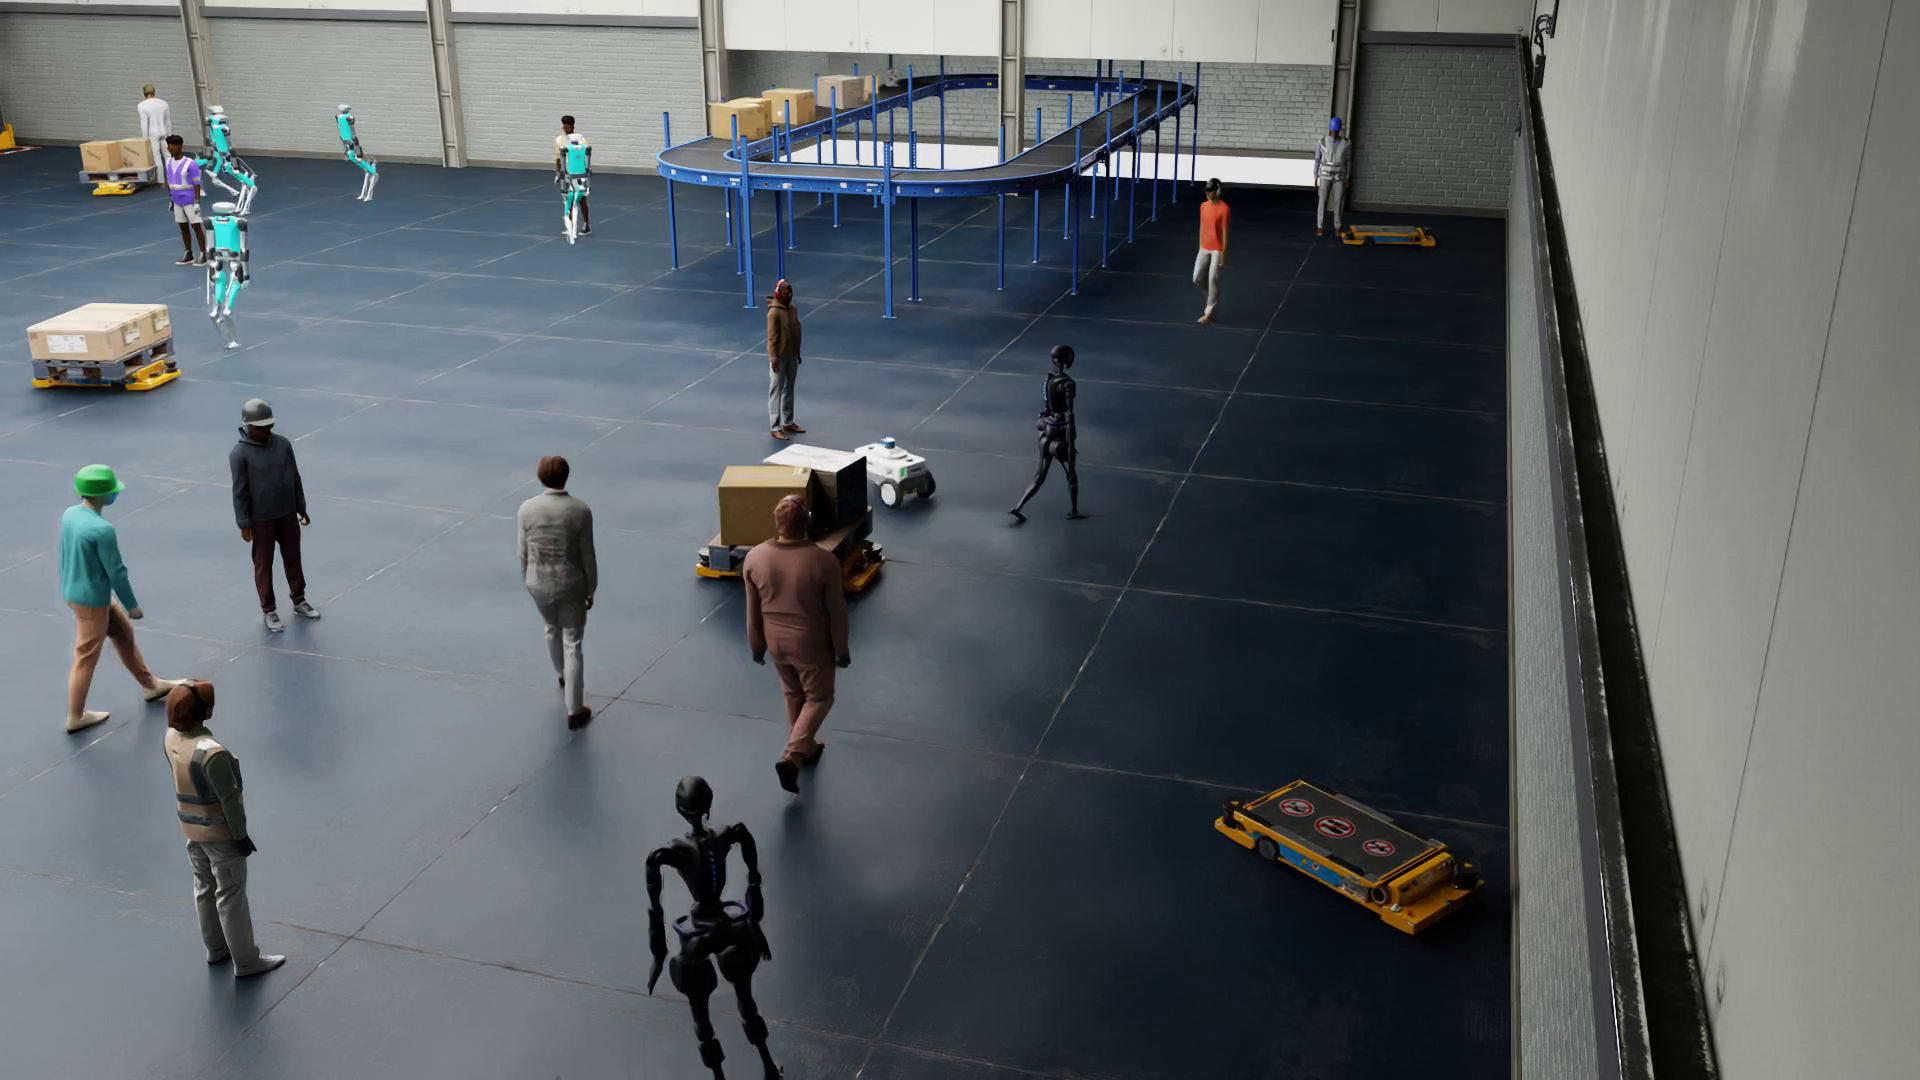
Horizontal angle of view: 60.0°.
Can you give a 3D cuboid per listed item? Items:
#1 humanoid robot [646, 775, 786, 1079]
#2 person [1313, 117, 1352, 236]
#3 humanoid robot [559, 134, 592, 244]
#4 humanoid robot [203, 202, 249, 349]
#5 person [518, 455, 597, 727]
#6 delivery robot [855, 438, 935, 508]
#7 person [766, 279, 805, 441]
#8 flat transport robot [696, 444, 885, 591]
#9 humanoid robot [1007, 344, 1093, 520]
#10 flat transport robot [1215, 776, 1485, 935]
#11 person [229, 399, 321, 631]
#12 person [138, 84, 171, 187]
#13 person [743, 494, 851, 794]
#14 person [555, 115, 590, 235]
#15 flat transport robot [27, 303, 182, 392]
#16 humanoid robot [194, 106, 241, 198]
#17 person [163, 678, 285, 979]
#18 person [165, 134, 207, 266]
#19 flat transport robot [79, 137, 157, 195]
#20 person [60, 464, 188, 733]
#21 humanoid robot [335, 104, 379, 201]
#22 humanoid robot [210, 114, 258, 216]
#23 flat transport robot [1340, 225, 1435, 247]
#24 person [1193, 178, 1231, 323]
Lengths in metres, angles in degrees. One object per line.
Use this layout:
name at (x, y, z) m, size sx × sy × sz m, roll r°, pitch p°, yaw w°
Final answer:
humanoid robot at (-1.114, 1.831, 7.491) m, size 0.589 × 1.641 × 0.396 m, roll -13°, pitch 25°, yaw -31°
person at (6.116, -5.972, 27.360) m, size 0.614 × 1.934 × 0.415 m, roll 1°, pitch 21°, yaw 2°
humanoid robot at (-6.288, -5.683, 26.910) m, size 0.531 × 1.801 × 0.753 m, roll -15°, pitch 26°, yaw -34°
humanoid robot at (-9.083, -3.194, 20.522) m, size 0.534 × 1.833 × 0.786 m, roll 0°, pitch 21°, yaw 1°
person at (-2.721, 0.300, 11.323) m, size 0.510 × 1.763 × 0.940 m, roll -1°, pitch 21°, yaw -3°
delivery robot at (-0.636, -0.642, 15.450) m, size 0.789 × 0.598 × 0.499 m, roll 20°, pitch 29°, yaw 41°
person at (-1.809, -1.869, 17.098) m, size 0.323 × 1.651 × 0.458 m, roll 13°, pitch 24°, yaw 29°
flat transport robot at (-1.393, 0.163, 13.754) m, size 1.431 × 0.231 × 0.659 m, roll 6°, pitch 22°, yaw 14°
humanoid robot at (0.822, -0.930, 14.728) m, size 0.775 × 1.644 × 0.604 m, roll -8°, pitch 23°, yaw -21°
flat transport robot at (2.221, 1.775, 9.573) m, size 0.659 × 0.231 × 1.431 m, roll -17°, pitch 27°, yaw -36°
person at (-5.202, -0.204, 12.574) m, size 0.381 × 1.806 × 0.550 m, roll 17°, pitch 27°, yaw 37°
person at (-15.484, -7.791, 32.067) m, size 0.362 × 1.937 × 0.634 m, roll 12°, pitch 24°, yaw 28°
person at (-1.010, 0.635, 10.288) m, size 0.647 × 1.885 × 0.778 m, roll 9°, pitch 23°, yaw 21°
person at (-6.394, -6.025, 27.459) m, size 0.605 × 1.959 × 0.365 m, roll 8°, pitch 22°, yaw 19°
flat transport robot at (-9.821, -1.917, 19.150) m, size 1.431 × 0.231 × 0.659 m, roll 2°, pitch 21°, yaw 5°
humanoid robot at (-13.841, -7.108, 30.665) m, size 1.075 × 1.762 × 0.555 m, roll 7°, pitch 22°, yaw 17°
person at (-3.792, 1.468, 8.461) m, size 0.512 × 1.640 × 0.306 m, roll 15°, pitch 25°, yaw 33°
person at (-11.717, -5.128, 25.130) m, size 0.603 × 1.961 × 0.368 m, roll 8°, pitch 22°, yaw 19°
flat transport robot at (-16.045, -6.821, 31.869) m, size 0.659 × 0.231 × 1.431 m, roll -3°, pitch 21°, yaw -9°
person at (-5.694, 0.350, 11.104) m, size 0.885 × 1.821 × 0.541 m, roll -20°, pitch 28°, yaw -41°
humanoid robot at (-11.034, -7.145, 30.635) m, size 0.531 × 1.748 × 0.700 m, roll 19°, pitch 28°, yaw 40°
humanoid robot at (-12.659, -6.602, 29.162) m, size 0.544 × 1.730 × 0.693 m, roll 18°, pitch 27°, yaw 39°
flat transport robot at (6.925, -4.923, 26.946) m, size 1.431 × 0.231 × 0.659 m, roll 2°, pitch 21°, yaw 6°
person at (3.302, -3.784, 21.741) m, size 0.470 × 1.898 × 0.494 m, roll 19°, pitch 28°, yaw 40°
